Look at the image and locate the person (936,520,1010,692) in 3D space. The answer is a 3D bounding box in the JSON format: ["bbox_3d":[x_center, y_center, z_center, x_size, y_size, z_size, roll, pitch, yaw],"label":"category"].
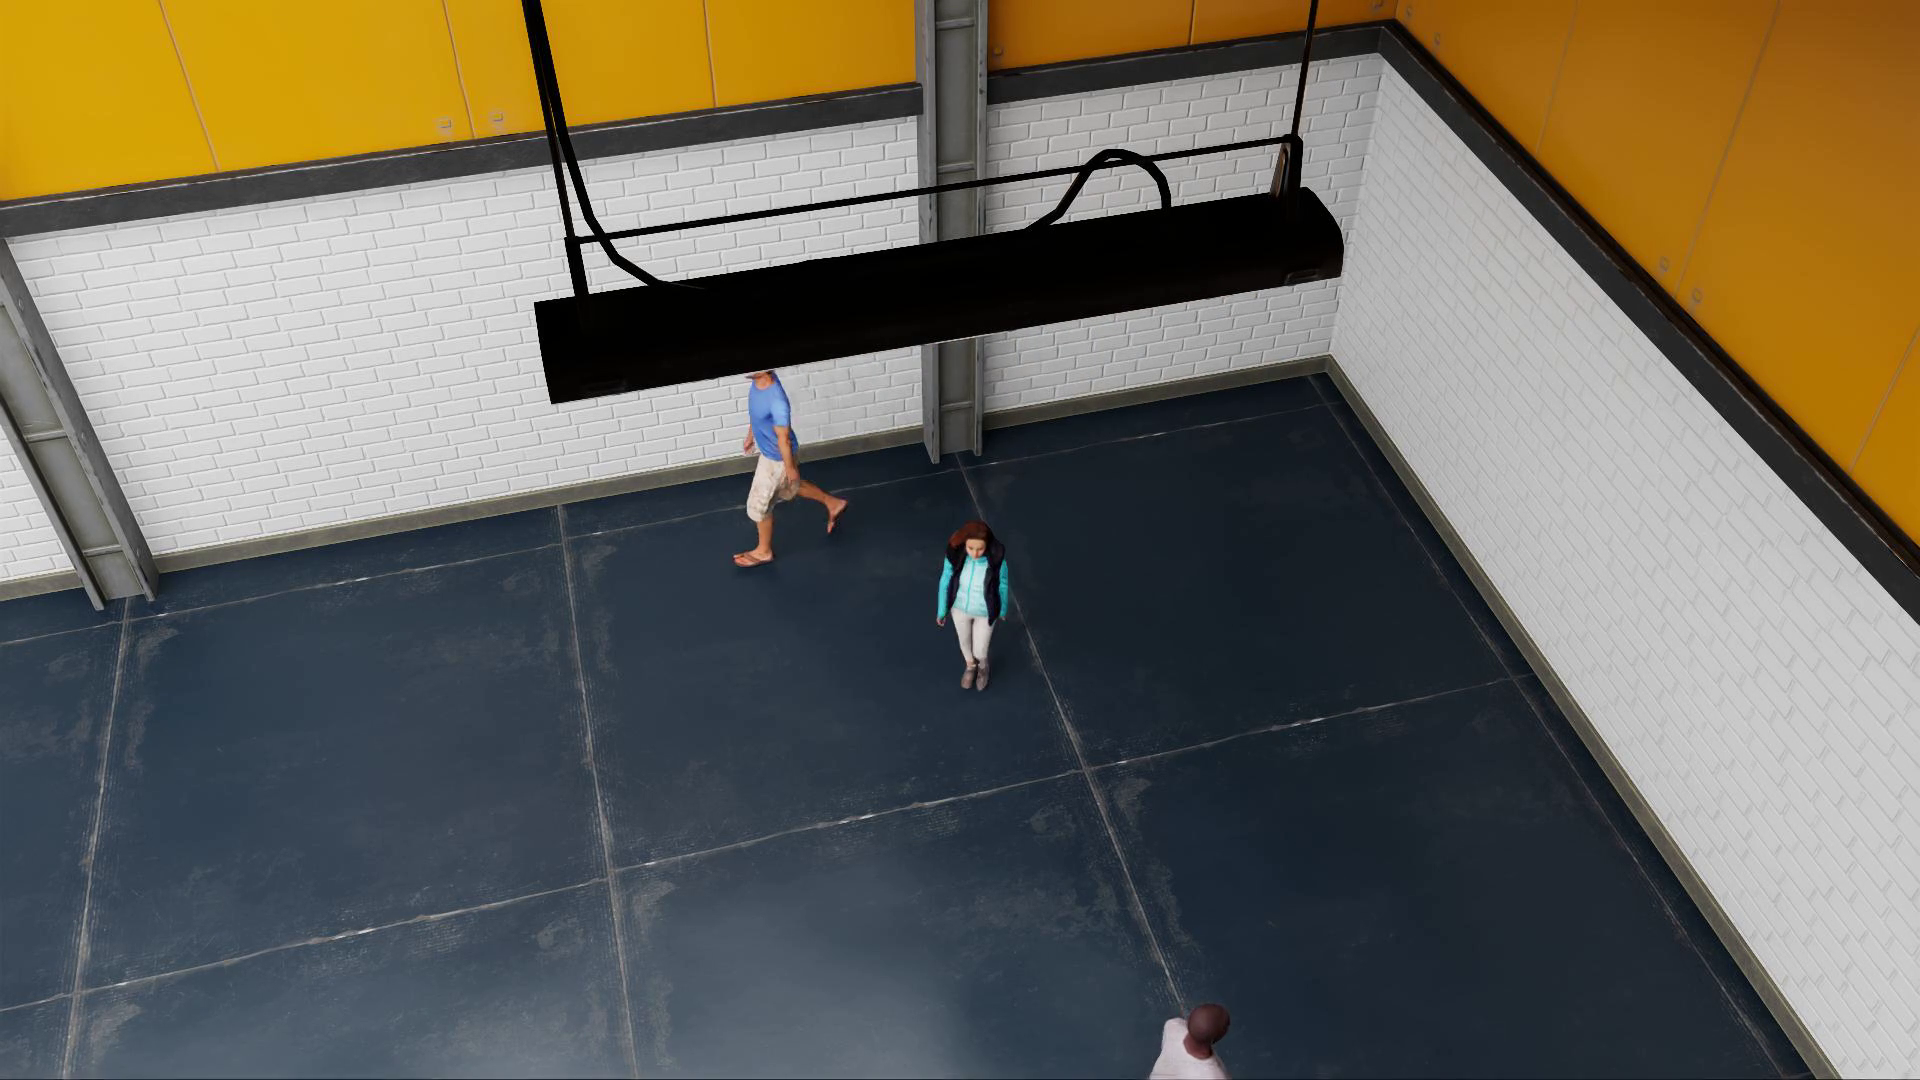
[{"bbox_3d":[0.110,0.361,10.605,0.680,1.486,0.759,13,45,13],"label":"person"}]

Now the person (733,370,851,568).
[{"bbox_3d":[-1.176,-0.623,11.386,1.113,1.834,0.632,-12,45,-12],"label":"person"}]

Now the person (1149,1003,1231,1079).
[{"bbox_3d":[1.028,2.731,7.917,0.642,1.762,0.676,-23,48,-22],"label":"person"}]
